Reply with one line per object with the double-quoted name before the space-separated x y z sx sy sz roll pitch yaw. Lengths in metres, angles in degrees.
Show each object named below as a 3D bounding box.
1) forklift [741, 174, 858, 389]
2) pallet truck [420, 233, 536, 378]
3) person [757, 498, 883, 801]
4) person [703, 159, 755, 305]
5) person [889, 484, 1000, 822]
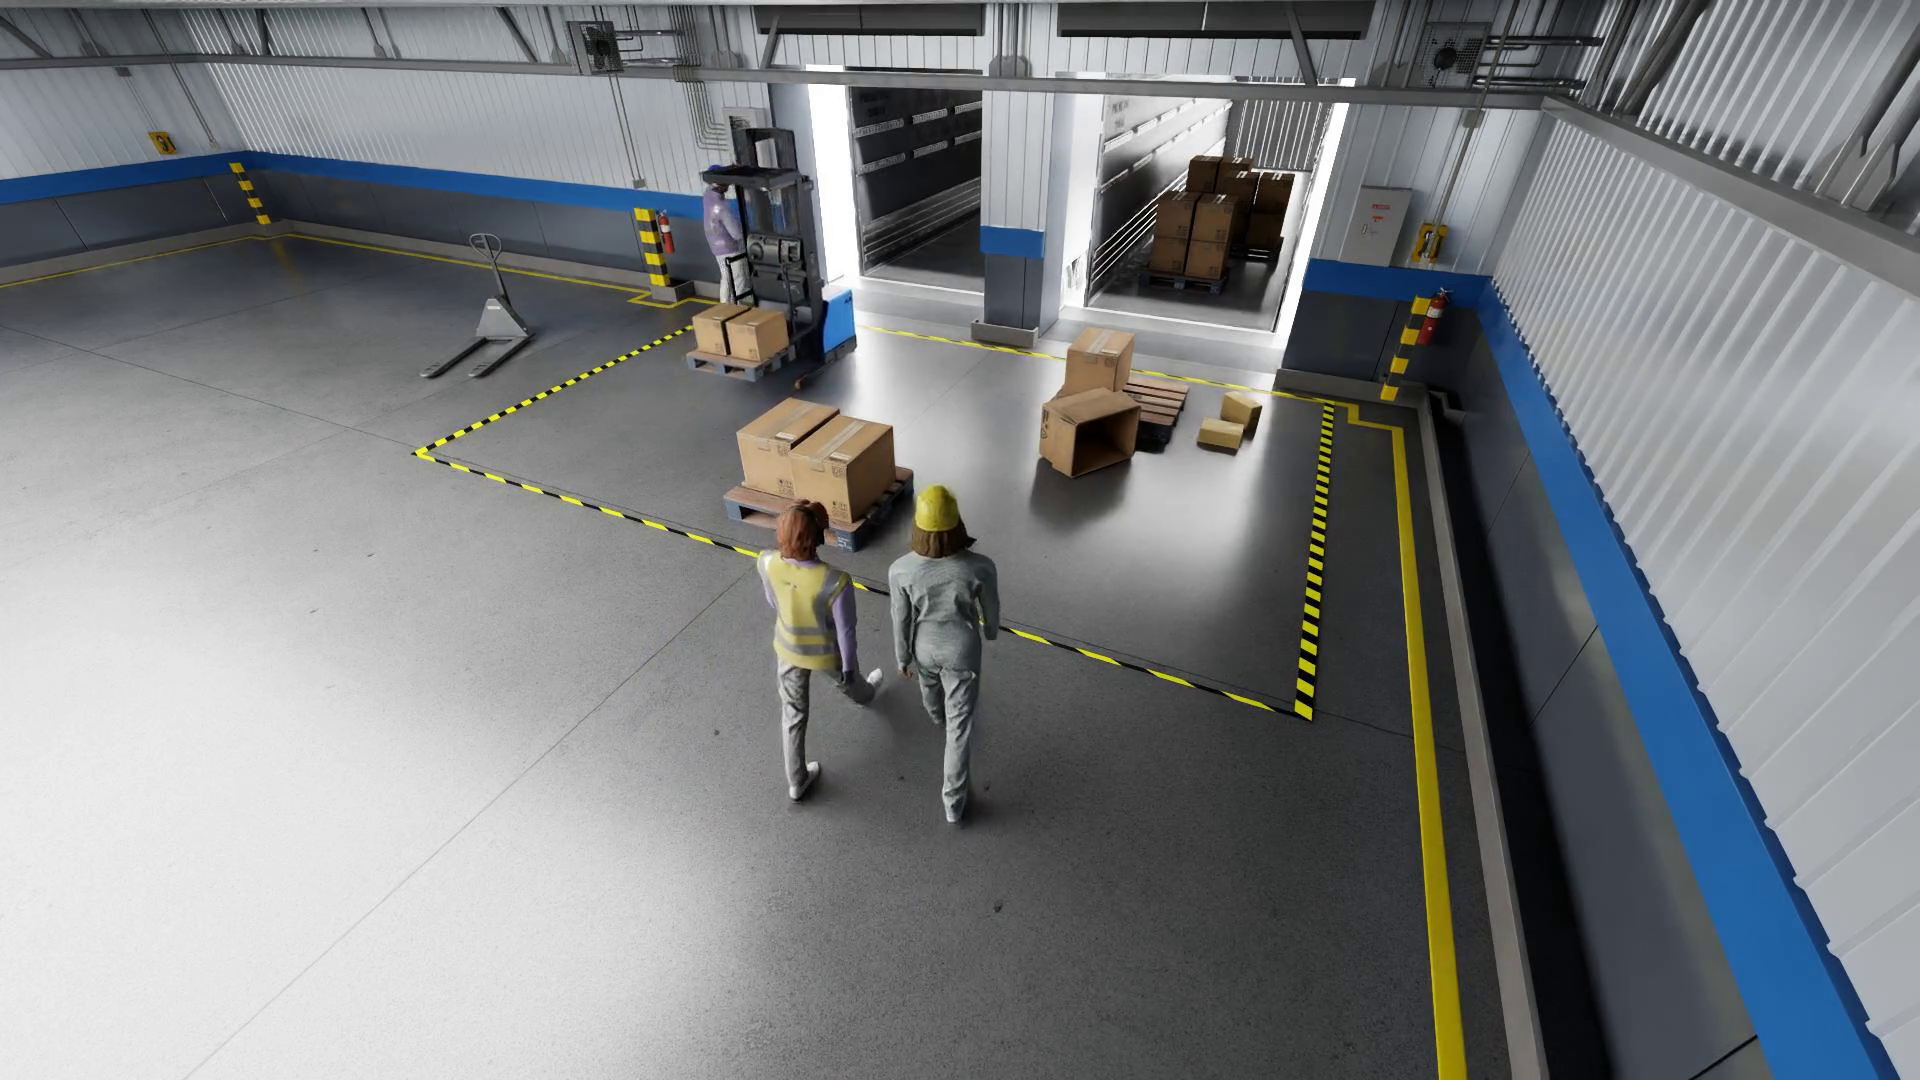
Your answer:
"forklift" -1.727 -2.969 8.097 0.716 2.013 0.776 14 38 19
"pallet truck" -5.664 -2.712 8.427 0.680 1.201 1.601 0 35 -1
"person" -0.691 0.473 3.644 0.517 1.586 0.893 10 37 13
"person" -2.877 -3.784 9.360 0.747 1.906 1.001 -21 40 -27
"person" -0.066 0.491 3.536 0.498 1.688 0.917 4 36 5
